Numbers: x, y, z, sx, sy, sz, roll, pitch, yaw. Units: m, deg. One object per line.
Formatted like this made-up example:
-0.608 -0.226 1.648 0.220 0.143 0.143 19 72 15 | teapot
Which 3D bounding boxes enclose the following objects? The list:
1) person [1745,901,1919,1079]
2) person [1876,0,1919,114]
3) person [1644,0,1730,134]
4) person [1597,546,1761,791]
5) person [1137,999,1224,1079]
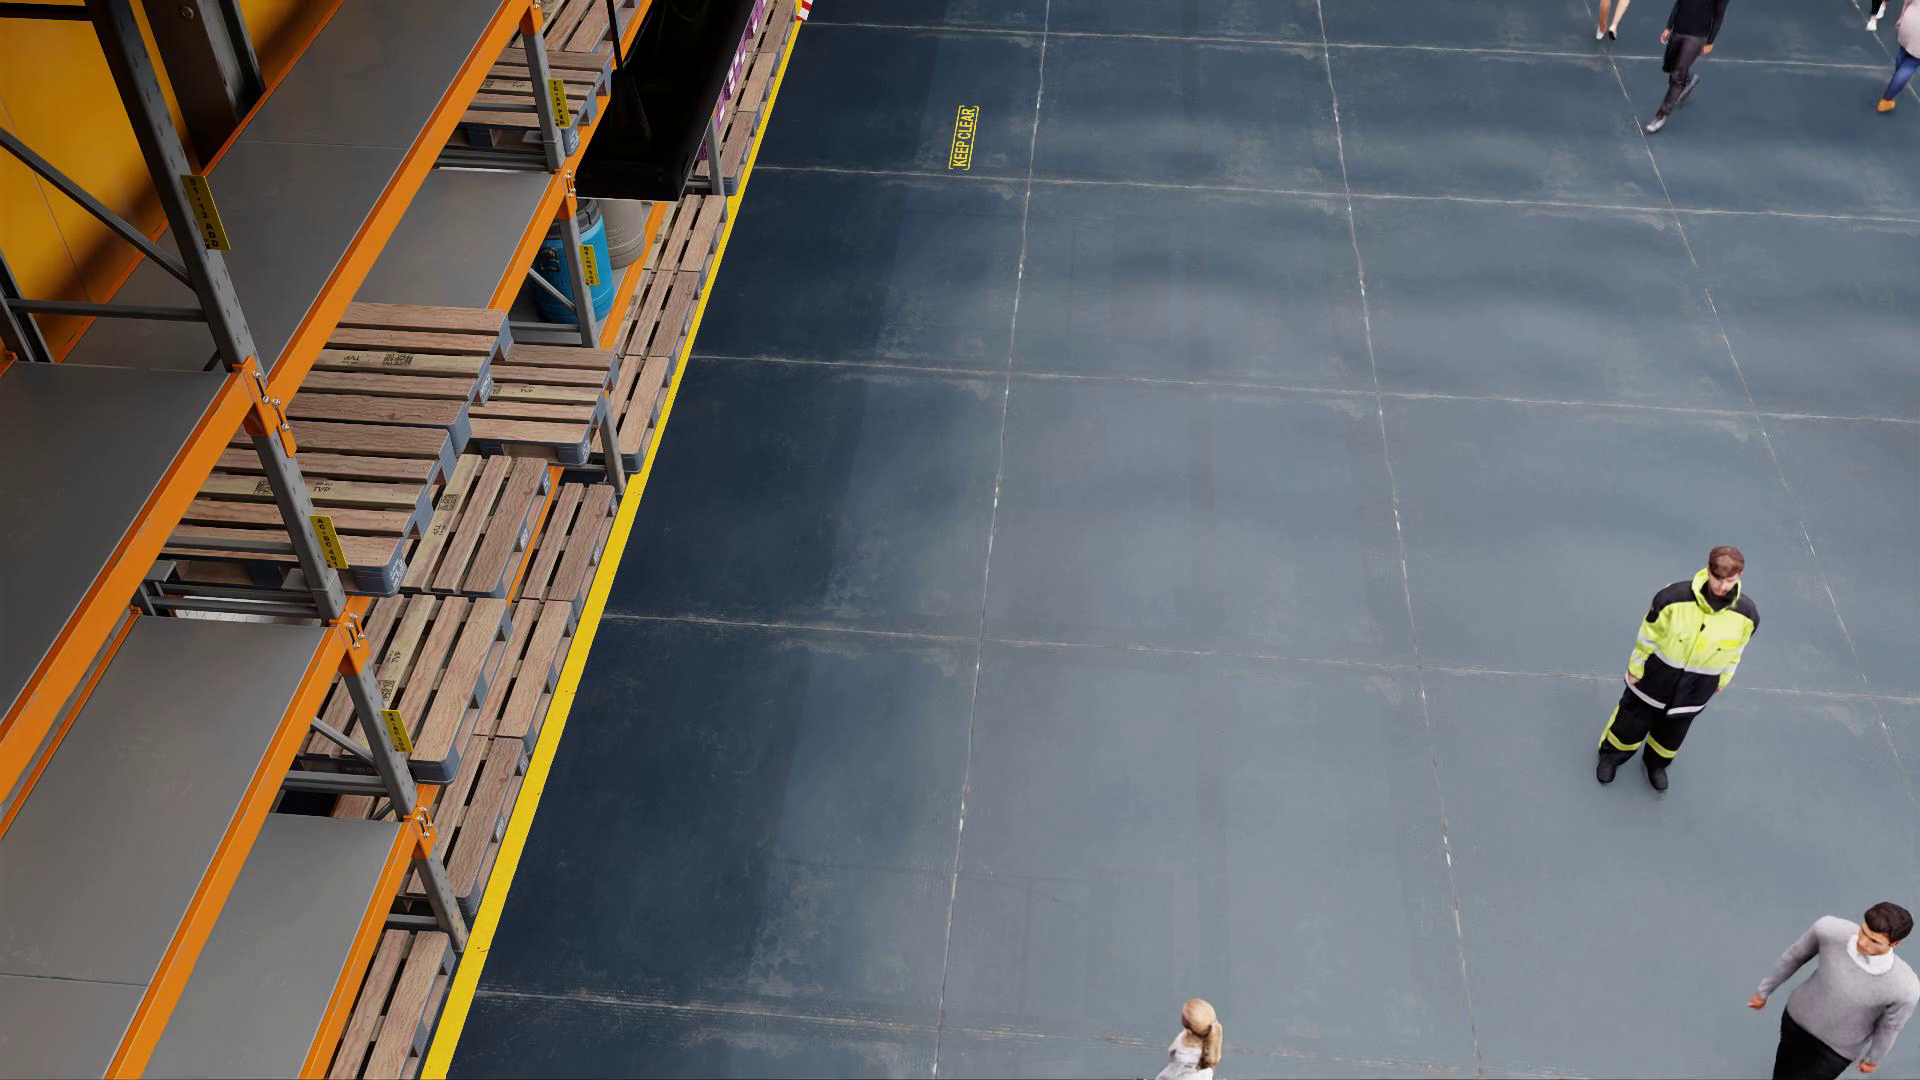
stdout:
4.411 2.386 8.360 1.069 1.904 1.026 -21 48 -21 | person
9.379 -4.990 16.245 1.108 1.708 1.070 -29 51 -27 | person
7.080 -4.890 16.043 1.152 1.843 1.139 -27 50 -25 | person
4.339 0.765 10.007 0.794 1.980 0.670 8 44 8 | person
1.215 2.770 8.425 0.785 1.260 0.777 27 50 26 | person
